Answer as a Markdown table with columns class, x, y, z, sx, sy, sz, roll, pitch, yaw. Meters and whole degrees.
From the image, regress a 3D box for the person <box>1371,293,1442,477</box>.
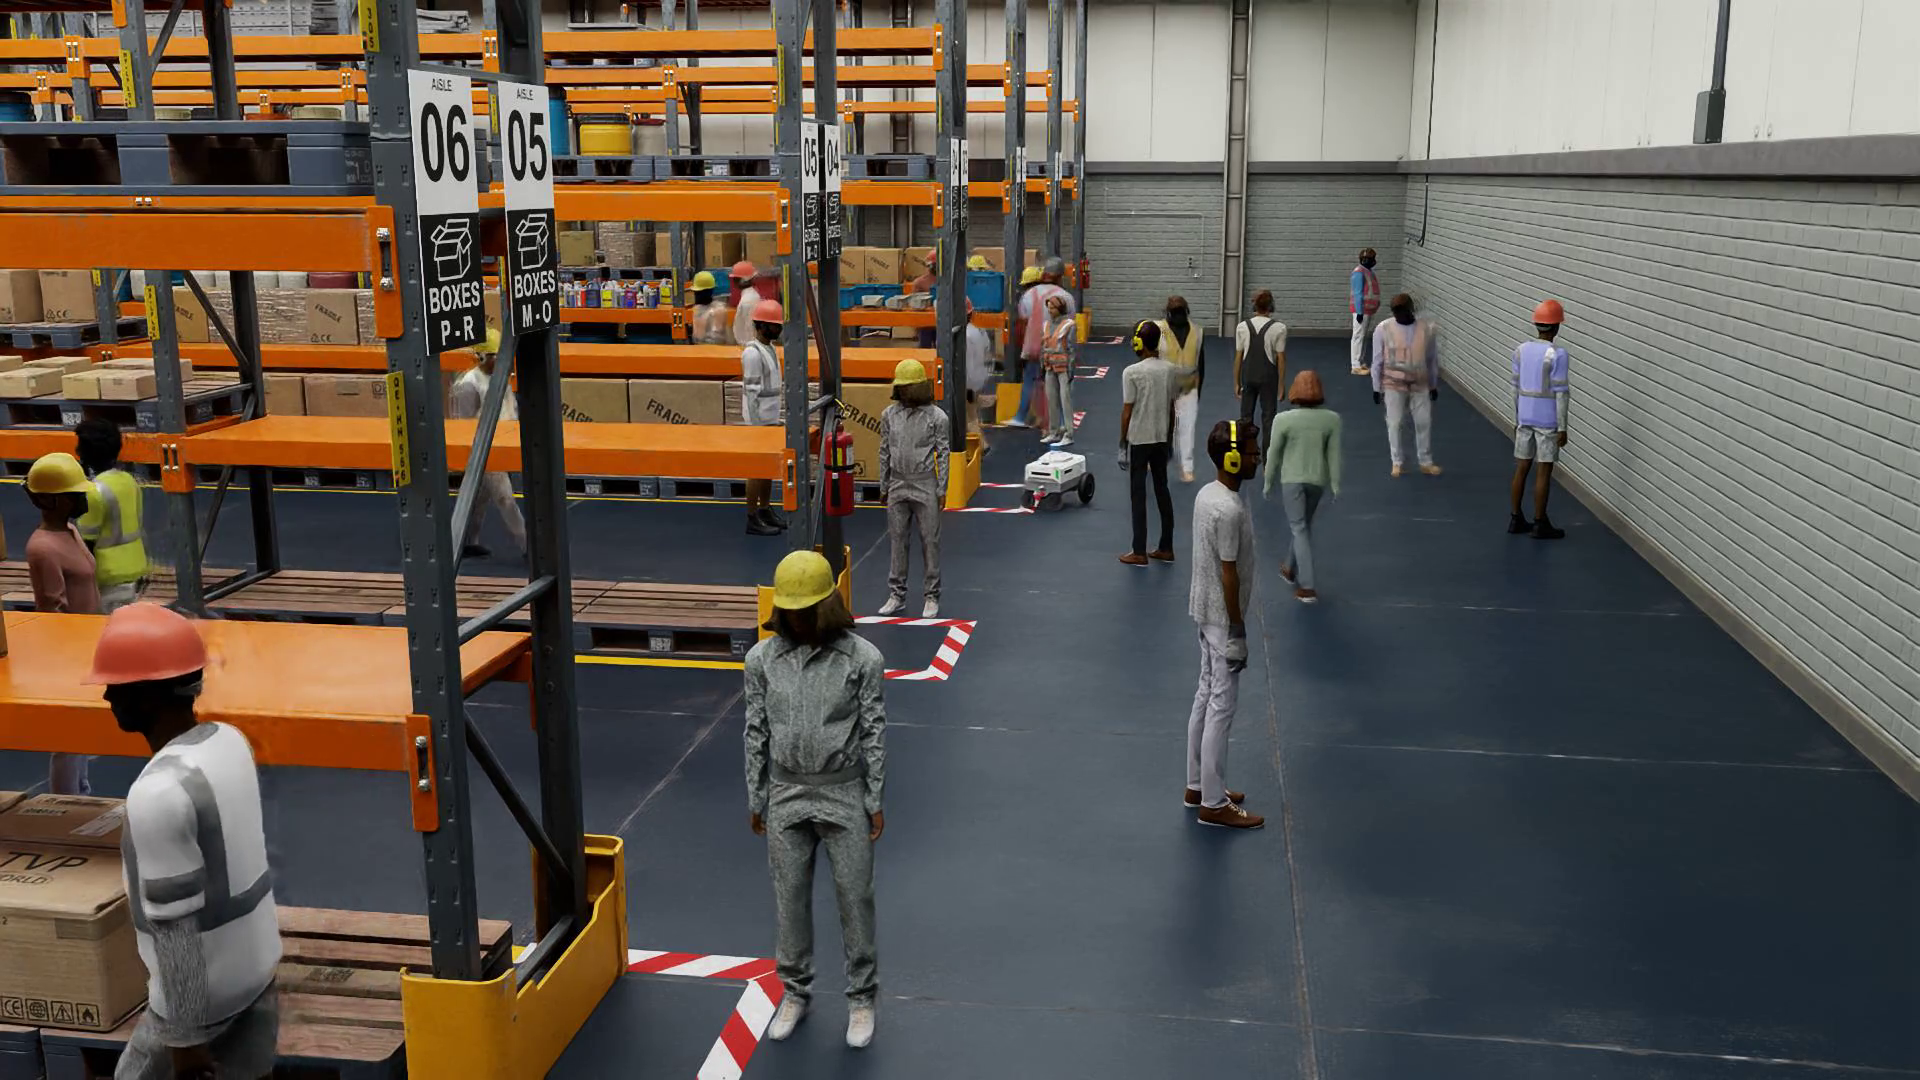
| class | x | y | z | sx | sy | sz | roll | pitch | yaw |
| --- | --- | --- | --- | --- | --- | --- | --- | --- | --- |
| person | 4.341 | -1.496 | 16.179 | 0.707 | 1.803 | 0.432 | 0 | 12 | -1 |

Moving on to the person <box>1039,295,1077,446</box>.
| class | x | y | z | sx | sy | sz | roll | pitch | yaw |
| --- | --- | --- | --- | --- | --- | --- | --- | --- | --- |
| person | 1.071 | -1.849 | 18.155 | 0.318 | 1.632 | 0.525 | -11 | 17 | -41 |

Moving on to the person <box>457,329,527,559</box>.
| class | x | y | z | sx | sy | sz | roll | pitch | yaw |
| --- | --- | --- | --- | --- | --- | --- | --- | --- | --- |
| person | -3.471 | -0.702 | 12.604 | 0.928 | 1.778 | 0.609 | 2 | 13 | 11 |

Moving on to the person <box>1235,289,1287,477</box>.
| class | x | y | z | sx | sy | sz | roll | pitch | yaw |
| --- | --- | --- | --- | --- | --- | --- | --- | --- | --- |
| person | 2.917 | -1.514 | 16.178 | 0.506 | 1.838 | 0.337 | 6 | 14 | 27 |

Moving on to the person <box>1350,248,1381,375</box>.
| class | x | y | z | sx | sy | sz | roll | pitch | yaw |
| --- | --- | --- | --- | --- | --- | --- | --- | --- | --- |
| person | 5.966 | -3.362 | 24.503 | 0.429 | 1.844 | 0.624 | 6 | 14 | 27 |

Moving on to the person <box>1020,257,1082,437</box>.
| class | x | y | z | sx | sy | sz | roll | pitch | yaw |
| --- | --- | --- | --- | --- | --- | --- | --- | --- | --- |
| person | 1.061 | -2.188 | 18.750 | 0.573 | 2.000 | 0.699 | -12 | 17 | -43 |

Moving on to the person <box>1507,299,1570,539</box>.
| class | x | y | z | sx | sy | sz | roll | pitch | yaw |
| --- | --- | --- | --- | --- | --- | --- | --- | --- | --- |
| person | 4.724 | -0.979 | 13.514 | 0.340 | 1.942 | 0.552 | -7 | 14 | -28 |

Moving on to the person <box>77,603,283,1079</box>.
| class | x | y | z | sx | sy | sz | roll | pitch | yaw |
| --- | --- | --- | --- | --- | --- | --- | --- | --- | --- |
| person | -2.016 | 1.095 | 4.222 | 0.750 | 1.908 | 0.569 | 0 | 12 | -1 |

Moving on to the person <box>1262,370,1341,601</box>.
| class | x | y | z | sx | sy | sz | roll | pitch | yaw |
| --- | --- | --- | --- | --- | --- | --- | --- | --- | --- |
| person | 2.401 | -0.401 | 11.713 | 0.514 | 1.586 | 0.845 | -2 | 13 | -10 |

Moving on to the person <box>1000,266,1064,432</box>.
| class | x | y | z | sx | sy | sz | roll | pitch | yaw |
| --- | --- | --- | --- | --- | --- | --- | --- | --- | --- |
| person | 0.799 | -2.157 | 18.945 | 0.887 | 1.885 | 0.599 | 3 | 13 | 13 |

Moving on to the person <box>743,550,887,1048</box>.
| class | x | y | z | sx | sy | sz | roll | pitch | yaw |
| --- | --- | --- | --- | --- | --- | --- | --- | --- | --- |
| person | -0.493 | 0.876 | 5.627 | 0.489 | 1.731 | 0.320 | 2 | 13 | 7 |

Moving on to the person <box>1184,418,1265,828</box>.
| class | x | y | z | sx | sy | sz | roll | pitch | yaw |
| --- | --- | --- | --- | --- | --- | --- | --- | --- | --- |
| person | 1.213 | 0.374 | 7.574 | 0.328 | 1.872 | 0.515 | -1 | 13 | -6 |

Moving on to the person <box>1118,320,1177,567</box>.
| class | x | y | z | sx | sy | sz | roll | pitch | yaw |
| --- | --- | --- | --- | --- | --- | --- | --- | --- | --- |
| person | 1.420 | -0.727 | 12.585 | 0.508 | 1.859 | 0.333 | -7 | 14 | -30 |

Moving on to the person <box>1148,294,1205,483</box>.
| class | x | y | z | sx | sy | sz | roll | pitch | yaw |
| --- | --- | --- | --- | --- | --- | --- | --- | --- | --- |
| person | 2.066 | -1.493 | 16.163 | 0.619 | 1.808 | 0.868 | -3 | 13 | -11 |

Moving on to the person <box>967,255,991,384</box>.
| class | x | y | z | sx | sy | sz | roll | pitch | yaw |
| --- | --- | --- | --- | --- | --- | --- | --- | --- | --- |
| person | 0.230 | -3.066 | 23.229 | 0.438 | 1.813 | 0.598 | -1 | 13 | -4 |

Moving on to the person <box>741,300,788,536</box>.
| class | x | y | z | sx | sy | sz | roll | pitch | yaw |
| --- | --- | --- | --- | --- | --- | --- | --- | --- | --- |
| person | -1.580 | -1.000 | 13.651 | 0.387 | 1.929 | 0.543 | 3 | 13 | 13 |

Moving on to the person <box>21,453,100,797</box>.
| class | x | y | z | sx | sy | sz | roll | pitch | yaw |
| --- | --- | --- | --- | --- | --- | --- | --- | --- | --- |
| person | -3.867 | 0.492 | 7.279 | 0.313 | 1.767 | 0.534 | -4 | 13 | -18 |

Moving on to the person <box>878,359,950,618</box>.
| class | x | y | z | sx | sy | sz | roll | pitch | yaw |
| --- | --- | --- | --- | --- | --- | --- | --- | --- | --- |
| person | -0.316 | -0.339 | 11.080 | 0.492 | 1.742 | 0.324 | 4 | 13 | 19 |

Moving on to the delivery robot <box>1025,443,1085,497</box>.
| class | x | y | z | sx | sy | sz | roll | pitch | yaw |
| --- | --- | --- | --- | --- | --- | --- | --- | --- | --- |
| delivery robot | 0.852 | -0.616 | 14.821 | 0.477 | 0.478 | 0.707 | 6 | 14 | 24 |

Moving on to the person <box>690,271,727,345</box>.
| class | x | y | z | sx | sy | sz | roll | pitch | yaw |
| --- | --- | --- | --- | --- | --- | --- | --- | --- | --- |
| person | -2.771 | -1.915 | 17.816 | 0.540 | 1.905 | 0.596 | -12 | 17 | -43 |
